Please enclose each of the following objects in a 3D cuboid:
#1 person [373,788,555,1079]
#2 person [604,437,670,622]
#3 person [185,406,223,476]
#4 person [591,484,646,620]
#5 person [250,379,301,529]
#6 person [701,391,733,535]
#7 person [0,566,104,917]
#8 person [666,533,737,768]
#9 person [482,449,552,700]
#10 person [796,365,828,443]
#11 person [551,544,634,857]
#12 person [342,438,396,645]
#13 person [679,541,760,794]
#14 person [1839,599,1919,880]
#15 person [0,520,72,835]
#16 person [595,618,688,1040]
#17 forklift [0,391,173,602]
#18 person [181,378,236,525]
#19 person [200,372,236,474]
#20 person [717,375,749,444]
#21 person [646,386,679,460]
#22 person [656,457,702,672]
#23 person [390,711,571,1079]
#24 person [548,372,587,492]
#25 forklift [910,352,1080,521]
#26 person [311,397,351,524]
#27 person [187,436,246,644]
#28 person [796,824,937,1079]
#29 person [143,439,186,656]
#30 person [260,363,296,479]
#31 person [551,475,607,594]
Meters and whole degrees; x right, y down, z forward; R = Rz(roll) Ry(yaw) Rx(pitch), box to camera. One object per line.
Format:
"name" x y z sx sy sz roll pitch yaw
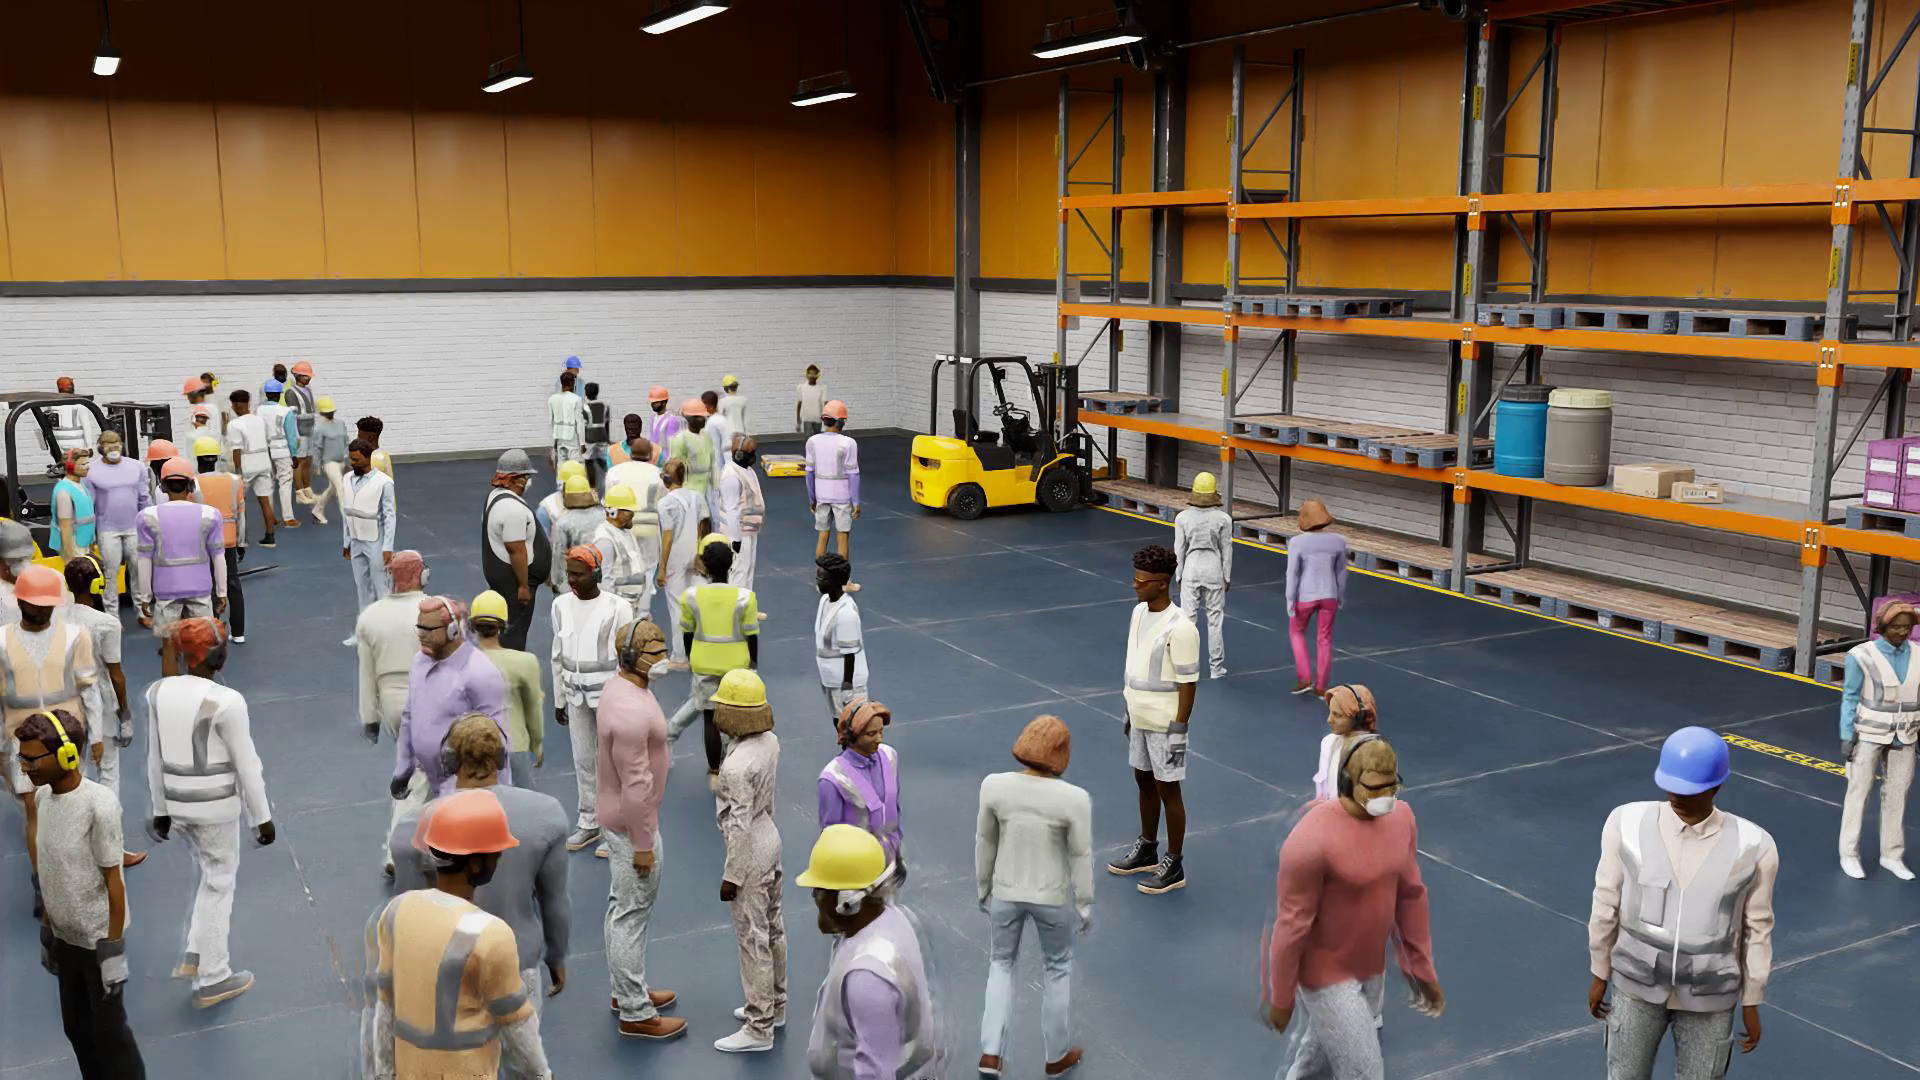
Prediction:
"person" -1.584 1.724 5.394 0.542 1.871 1.024 8 13 40
"person" -3.072 -0.061 15.868 0.660 1.815 0.543 1 10 3
"person" -9.235 -0.771 20.265 0.396 1.703 0.682 2 10 14
"person" -2.621 0.468 12.813 0.403 1.818 0.606 1 10 5
"person" -8.855 -1.110 21.553 0.605 1.939 0.415 2 10 12
"person" -2.991 -0.872 20.375 0.511 1.888 0.599 0 10 -2
"person" -5.081 1.060 9.258 0.550 1.879 1.011 -6 11 -29
"person" -1.769 0.778 11.361 0.703 1.704 0.524 0 10 -1
"person" -3.536 0.268 13.320 0.536 2.000 0.684 -6 11 -29
"person" -2.337 -1.889 26.418 0.522 1.816 1.031 -1 10 -7
"person" -2.179 0.948 9.894 0.568 1.878 0.351 4 11 23
"person" -5.358 0.023 15.092 0.587 1.915 0.392 5 11 27
"person" -1.595 0.831 11.087 0.553 1.679 0.531 0 10 1
"person" 5.281 1.135 9.512 0.524 1.632 0.314 0 10 -2
"person" -5.851 0.799 10.263 0.860 2.000 0.699 7 12 34
"person" -1.483 1.308 7.636 0.377 1.937 0.629 -3 10 -14
"forklift" -9.026 -0.363 16.508 1.214 2.155 2.313 6 11 29
"person" -9.622 -1.087 21.386 0.773 1.980 0.668 2 10 9
"person" -11.008 -1.575 24.596 0.497 1.825 0.982 1 10 8
"person" -3.429 -1.612 25.017 0.541 1.739 0.740 -8 13 -38
"person" -3.712 -0.961 20.726 0.389 1.930 0.546 -8 12 -37
"person" -2.403 0.206 14.243 0.326 1.842 0.517 6 11 29
"person" -1.745 1.576 6.118 0.636 1.931 0.377 -5 11 -27
"person" -5.474 -1.391 23.235 0.587 1.916 0.392 5 11 27
"forklift" 0.460 -1.461 22.833 2.313 2.155 1.214 -5 11 -28
"person" -8.207 -1.017 21.676 0.881 1.717 0.546 4 11 21
"person" -6.751 0.026 15.042 0.367 1.927 0.590 7 12 37
"person" -0.295 1.785 5.257 0.447 1.811 0.660 0 10 1
"person" -7.013 0.065 14.817 0.388 1.930 0.544 0 10 -2
"person" -10.685 -1.868 26.229 0.645 1.831 0.430 -4 10 -20
"person" -3.229 0.300 14.045 0.499 1.714 0.726 -8 12 -38
